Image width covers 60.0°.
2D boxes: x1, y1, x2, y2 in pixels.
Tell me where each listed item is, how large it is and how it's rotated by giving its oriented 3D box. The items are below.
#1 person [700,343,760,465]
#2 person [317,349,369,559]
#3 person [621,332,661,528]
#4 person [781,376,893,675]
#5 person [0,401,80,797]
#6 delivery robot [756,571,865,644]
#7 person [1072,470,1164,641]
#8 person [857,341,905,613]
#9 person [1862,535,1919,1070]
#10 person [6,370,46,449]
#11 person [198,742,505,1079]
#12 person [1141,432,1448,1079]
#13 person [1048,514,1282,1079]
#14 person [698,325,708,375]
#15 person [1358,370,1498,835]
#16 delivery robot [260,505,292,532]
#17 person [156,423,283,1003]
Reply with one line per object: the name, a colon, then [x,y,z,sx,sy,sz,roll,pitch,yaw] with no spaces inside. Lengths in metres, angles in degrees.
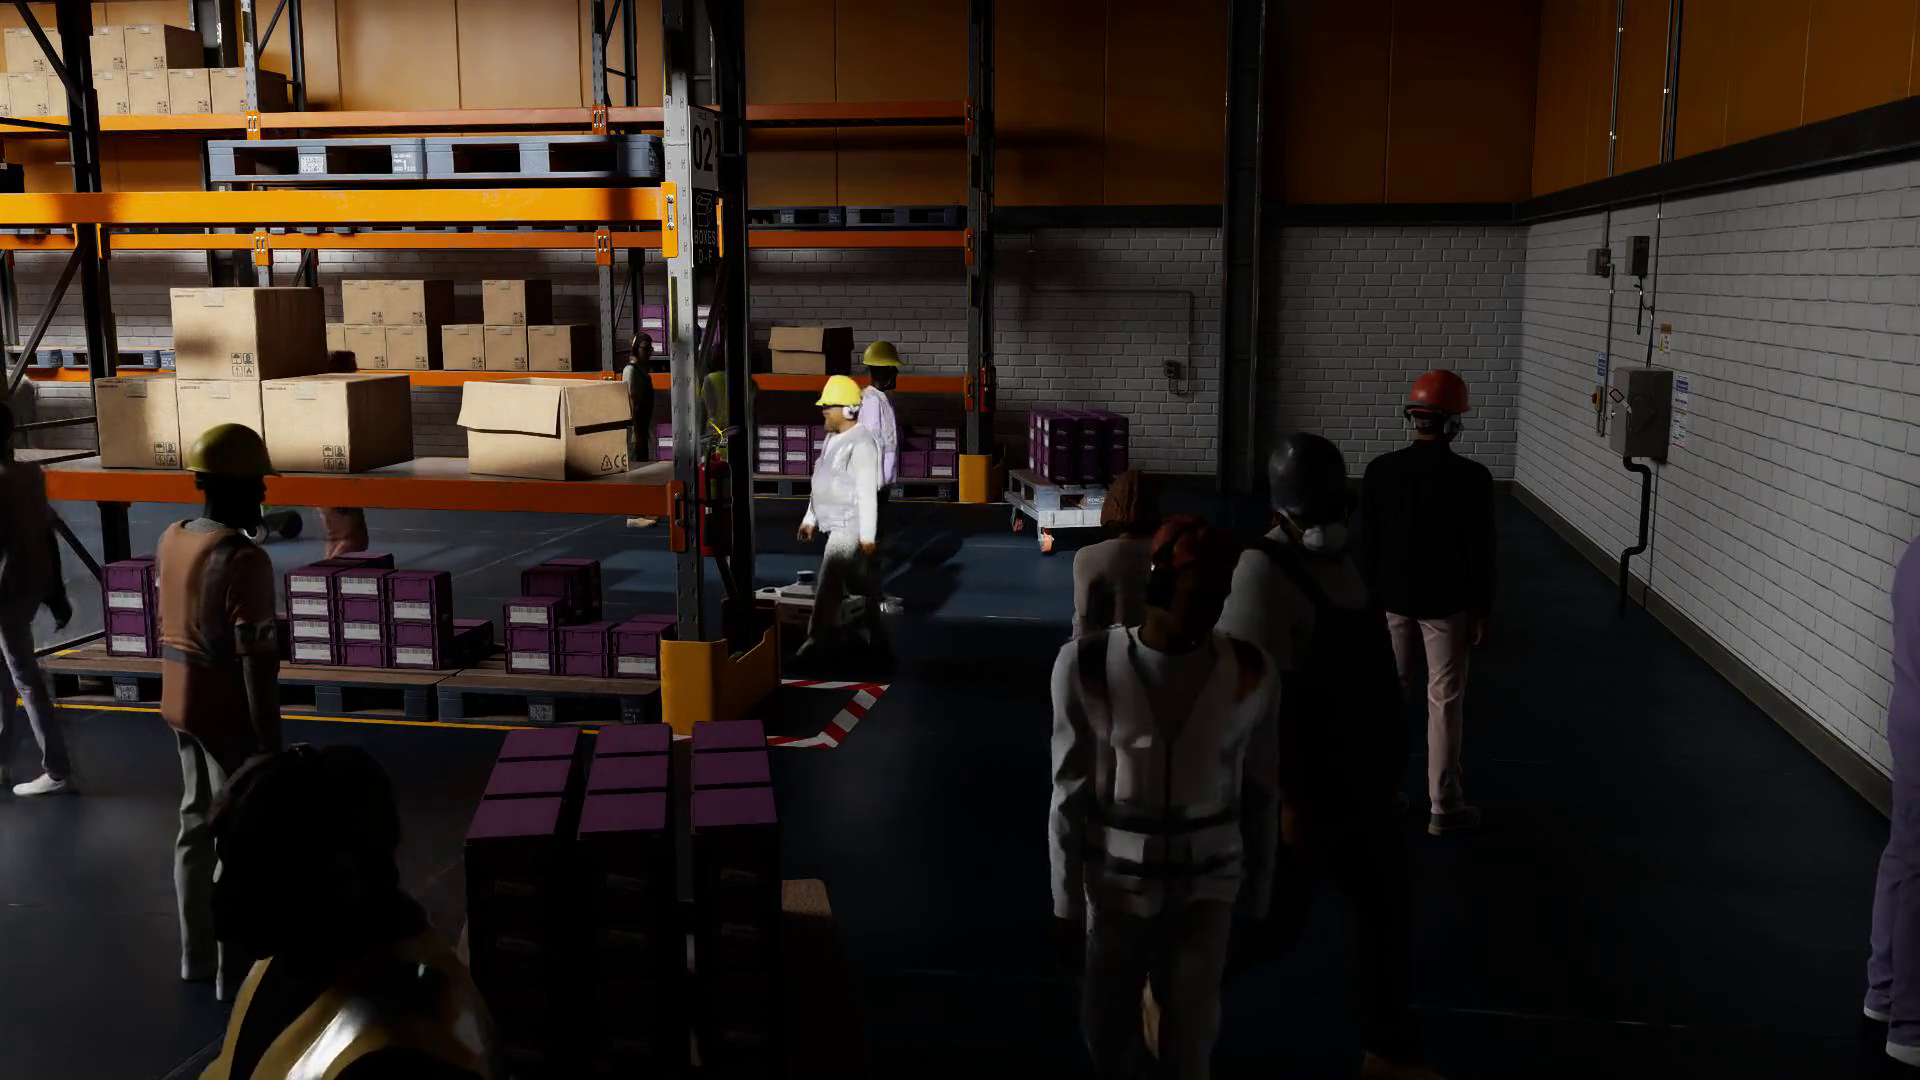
person: [-1.981,-0.756,14.097,0.618,1.817,0.590,-5,10,-27]
person: [-4.333,-0.357,11.452,0.507,1.877,0.689,-6,11,-32]
person: [-3.038,-1.043,15.774,0.351,1.843,0.506,0,9,1]
person: [-0.750,-0.101,10.096,0.804,1.795,0.593,-3,10,-18]
person: [-4.437,0.277,7.576,0.797,1.838,0.564,1,9,4]
delivery robot: [-0.951,0.434,10.297,0.707,0.478,0.477,4,10,21]
person: [0.681,0.535,6.625,0.500,1.633,0.280,-2,9,-12]
person: [-0.569,-0.450,11.828,0.370,1.927,0.588,0,9,-2]
person: [3.034,0.653,5.047,0.402,1.906,0.652,3,10,19]
person: [-7.589,-0.650,13.167,0.716,1.920,0.434,-6,11,-33]
person: [-0.834,1.152,2.323,0.978,1.793,0.646,-6,11,-34]
person: [0.986,0.624,4.812,0.860,2.000,0.692,8,12,42]
person: [0.492,0.833,4.137,0.572,1.852,0.797,0,9,2]
person: [-2.559,-1.136,16.022,0.405,1.945,0.615,0,9,3]
person: [2.015,0.268,7.162,0.620,1.994,0.381,8,12,41]
delivery robot: [-6.365,-0.312,14.912,0.707,0.478,0.477,3,10,20]
person: [-2.423,0.570,5.554,0.582,1.917,0.421,7,11,36]
